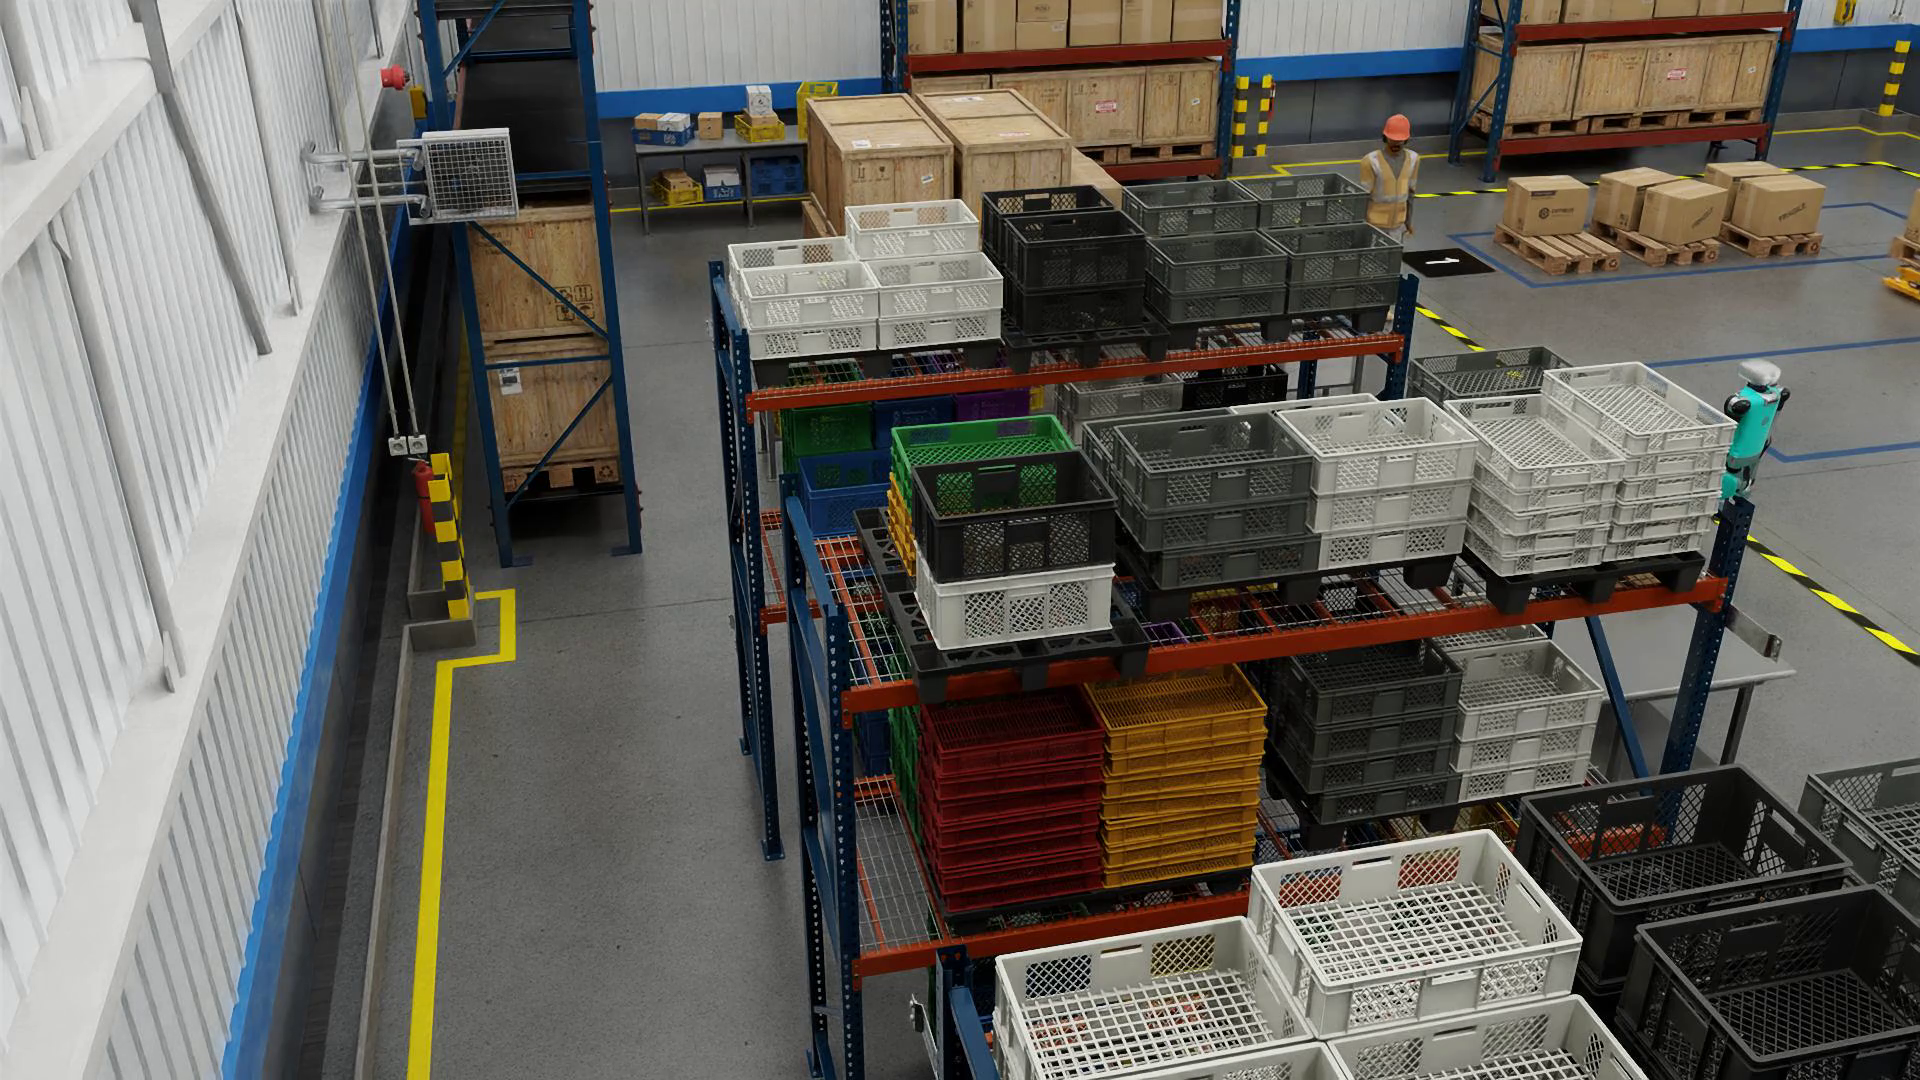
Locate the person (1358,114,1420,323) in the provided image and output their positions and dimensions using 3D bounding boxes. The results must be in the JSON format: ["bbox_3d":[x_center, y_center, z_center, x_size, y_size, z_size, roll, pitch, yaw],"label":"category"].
[{"bbox_3d":[4.090,-3.064,15.961,0.615,2.040,0.369,-8,29,-14],"label":"person"}]

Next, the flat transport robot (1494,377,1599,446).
[{"bbox_3d":[4.780,-1.036,14.013,0.659,0.231,1.431,-6,28,-12],"label":"flat transport robot"}]

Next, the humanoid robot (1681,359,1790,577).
[{"bbox_3d":[5.040,-0.481,11.244,0.533,1.673,0.735,-15,31,-26],"label":"humanoid robot"}]

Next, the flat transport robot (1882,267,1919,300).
[{"bbox_3d":[10.334,-2.673,17.088,1.431,0.197,0.652,-6,28,-12],"label":"flat transport robot"}]
